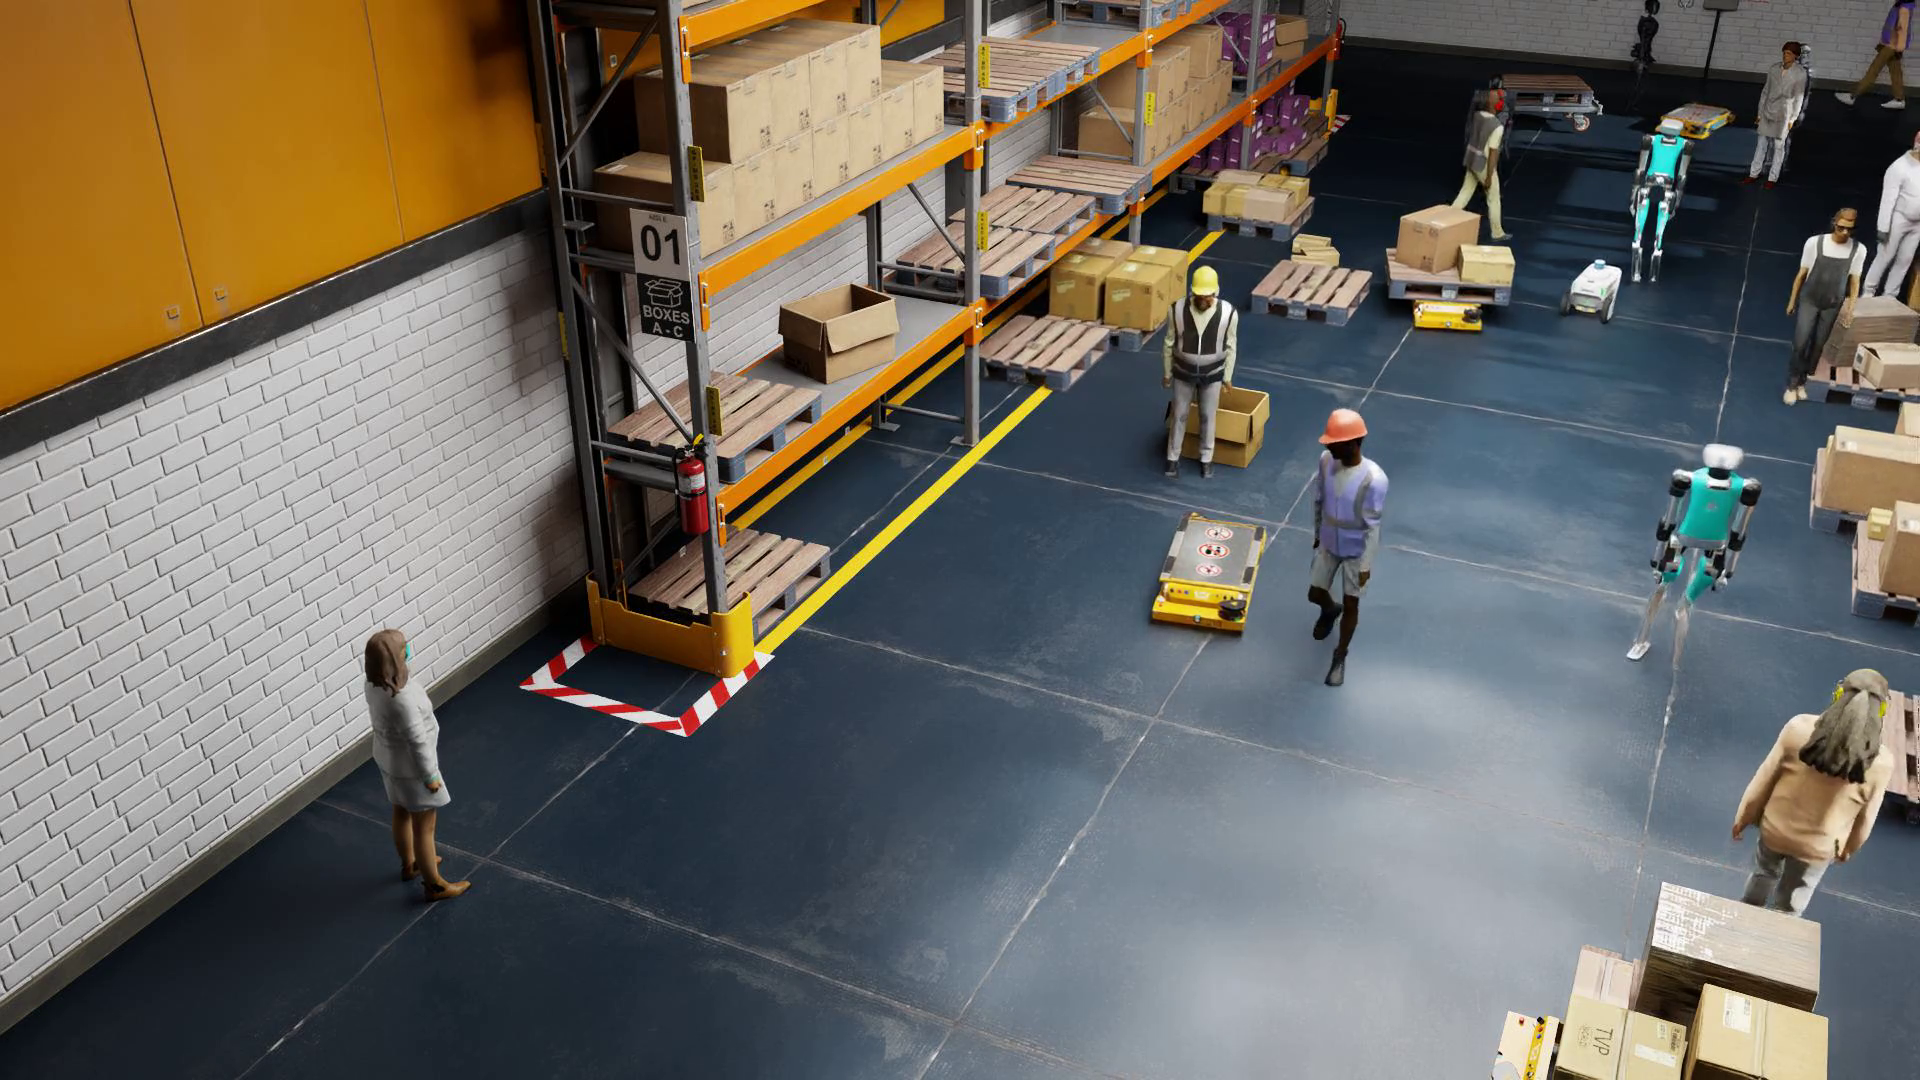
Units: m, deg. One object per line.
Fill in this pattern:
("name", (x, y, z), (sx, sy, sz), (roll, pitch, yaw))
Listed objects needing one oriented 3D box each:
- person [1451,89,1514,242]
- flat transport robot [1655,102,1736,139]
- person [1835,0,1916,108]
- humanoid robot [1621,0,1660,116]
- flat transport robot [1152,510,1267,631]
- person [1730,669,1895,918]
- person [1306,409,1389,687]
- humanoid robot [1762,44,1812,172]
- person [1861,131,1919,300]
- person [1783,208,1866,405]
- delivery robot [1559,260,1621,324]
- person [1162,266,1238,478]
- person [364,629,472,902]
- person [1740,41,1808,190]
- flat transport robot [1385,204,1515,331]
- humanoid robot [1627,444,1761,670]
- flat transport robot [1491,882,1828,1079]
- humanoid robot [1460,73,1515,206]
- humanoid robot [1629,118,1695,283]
("person", (5.969, -4.254, 19.003), (0.954, 1.804, 0.572), (-10, 30, -17))
("flat transport robot", (10.584, -6.028, 23.906), (0.659, 0.231, 1.431), (22, 35, 35))
("person", (13.756, -7.381, 24.706), (1.008, 1.874, 0.568), (10, 30, 19))
("humanoid robot", (9.989, -7.048, 24.306), (0.341, 1.650, 0.599), (17, 33, 28))
("flat transport robot", (1.870, 0.212, 12.336), (0.659, 0.231, 1.431), (8, 29, 14))
("person", (4.276, 1.440, 8.413), (0.594, 1.830, 0.790), (23, 36, 36))
("person", (2.555, 0.011, 10.985), (0.529, 1.915, 0.553), (21, 35, 34))
("humanoid robot", (10.760, -5.603, 21.629), (0.406, 1.656, 0.606), (-7, 29, -12))
("person", (9.677, -3.252, 17.049), (0.666, 1.898, 0.520), (-11, 30, -19))
("person", (7.744, -2.073, 14.926), (0.525, 1.826, 0.639), (9, 30, 17))
("delivery robot", (6.587, -2.607, 17.253), (0.499, 0.587, 0.781), (17, 33, 29))
("person", (1.947, -1.372, 13.629), (0.598, 1.827, 0.404), (4, 29, 8))
("person", (-2.969, 1.207, 9.017), (0.336, 1.658, 0.494), (-24, 36, -37))
("person", (10.340, -5.378, 21.056), (0.364, 1.831, 0.515), (-23, 36, -36))
("flat transport robot", (5.074, -2.542, 17.442), (0.659, 0.231, 1.431), (5, 29, 9))
("humanoid robot", (4.835, 0.107, 11.035), (0.531, 1.824, 0.816), (8, 29, 14))
("flat transport robot", (3.262, 2.645, 7.824), (1.431, 0.231, 0.659), (13, 31, 22))
("humanoid robot", (6.506, -4.969, 20.497), (0.603, 1.631, 0.624), (12, 30, 21))
("humanoid robot", (7.412, -3.540, 17.746), (0.537, 1.804, 0.705), (11, 30, 19))
